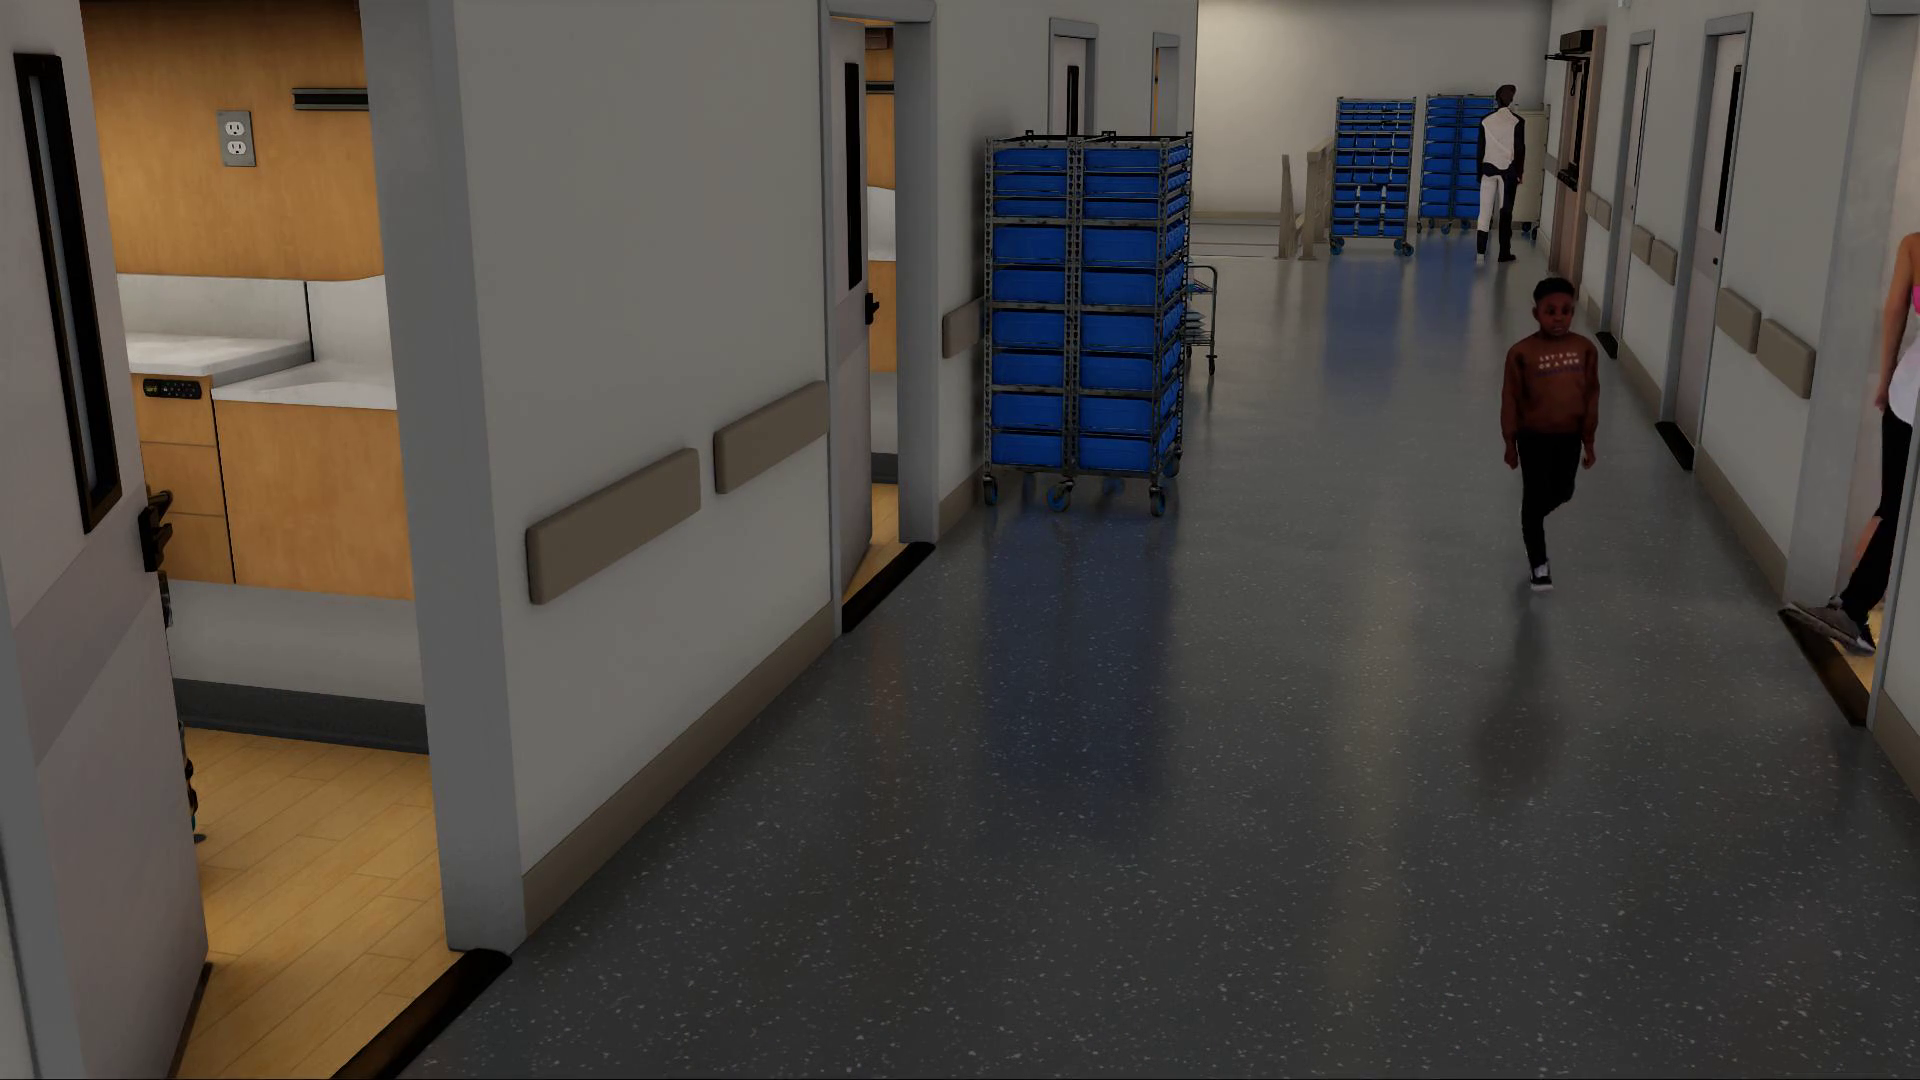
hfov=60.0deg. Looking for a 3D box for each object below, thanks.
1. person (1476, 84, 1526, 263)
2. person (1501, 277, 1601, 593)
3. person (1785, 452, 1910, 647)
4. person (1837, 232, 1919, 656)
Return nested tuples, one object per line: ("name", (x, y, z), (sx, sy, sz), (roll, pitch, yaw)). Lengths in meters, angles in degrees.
("person", (5.927, -4.032, 18.279), (0.745, 1.893, 0.701), (10, 19, 32))
("person", (2.382, -0.444, 6.754), (0.634, 1.241, 0.882), (0, 16, 1))
("person", (3.611, -0.375, 5.646), (1.065, 1.709, 1.207), (-3, 16, -10))
("person", (3.351, -0.453, 5.750), (0.910, 1.803, 0.847), (-10, 18, -31))
